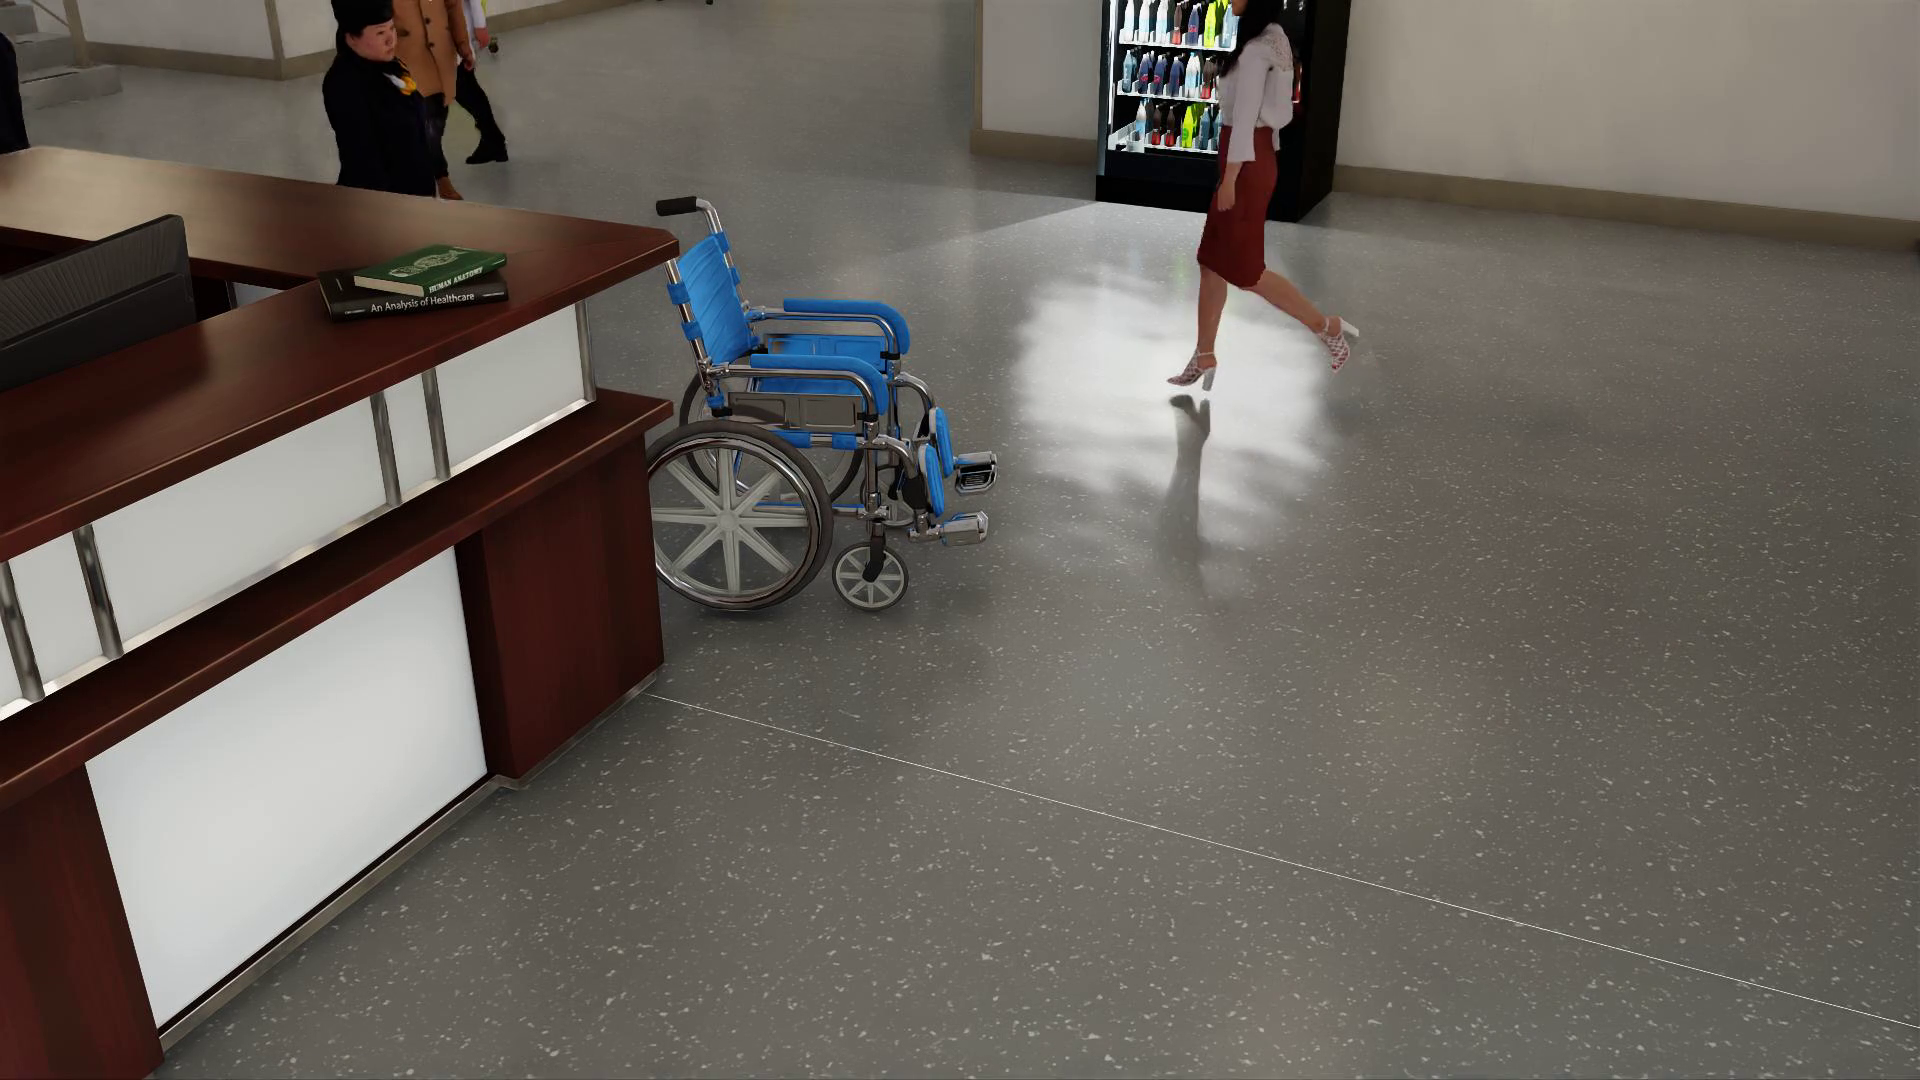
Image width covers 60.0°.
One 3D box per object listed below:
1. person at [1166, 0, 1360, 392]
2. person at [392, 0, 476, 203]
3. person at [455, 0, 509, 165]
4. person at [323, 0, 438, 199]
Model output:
[{"bbox_3d":[1.195,-1.363,6.518,1.031,1.728,0.717,7,27,14],"label":"person"},{"bbox_3d":[-3.100,-2.824,9.536,1.034,1.697,1.223,-16,30,-30],"label":"person"},{"bbox_3d":[-3.006,-3.184,10.243,0.827,1.772,0.751,-18,31,-32],"label":"person"},{"bbox_3d":[-2.277,-1.265,6.407,0.844,1.649,0.810,2,26,5],"label":"person"}]
